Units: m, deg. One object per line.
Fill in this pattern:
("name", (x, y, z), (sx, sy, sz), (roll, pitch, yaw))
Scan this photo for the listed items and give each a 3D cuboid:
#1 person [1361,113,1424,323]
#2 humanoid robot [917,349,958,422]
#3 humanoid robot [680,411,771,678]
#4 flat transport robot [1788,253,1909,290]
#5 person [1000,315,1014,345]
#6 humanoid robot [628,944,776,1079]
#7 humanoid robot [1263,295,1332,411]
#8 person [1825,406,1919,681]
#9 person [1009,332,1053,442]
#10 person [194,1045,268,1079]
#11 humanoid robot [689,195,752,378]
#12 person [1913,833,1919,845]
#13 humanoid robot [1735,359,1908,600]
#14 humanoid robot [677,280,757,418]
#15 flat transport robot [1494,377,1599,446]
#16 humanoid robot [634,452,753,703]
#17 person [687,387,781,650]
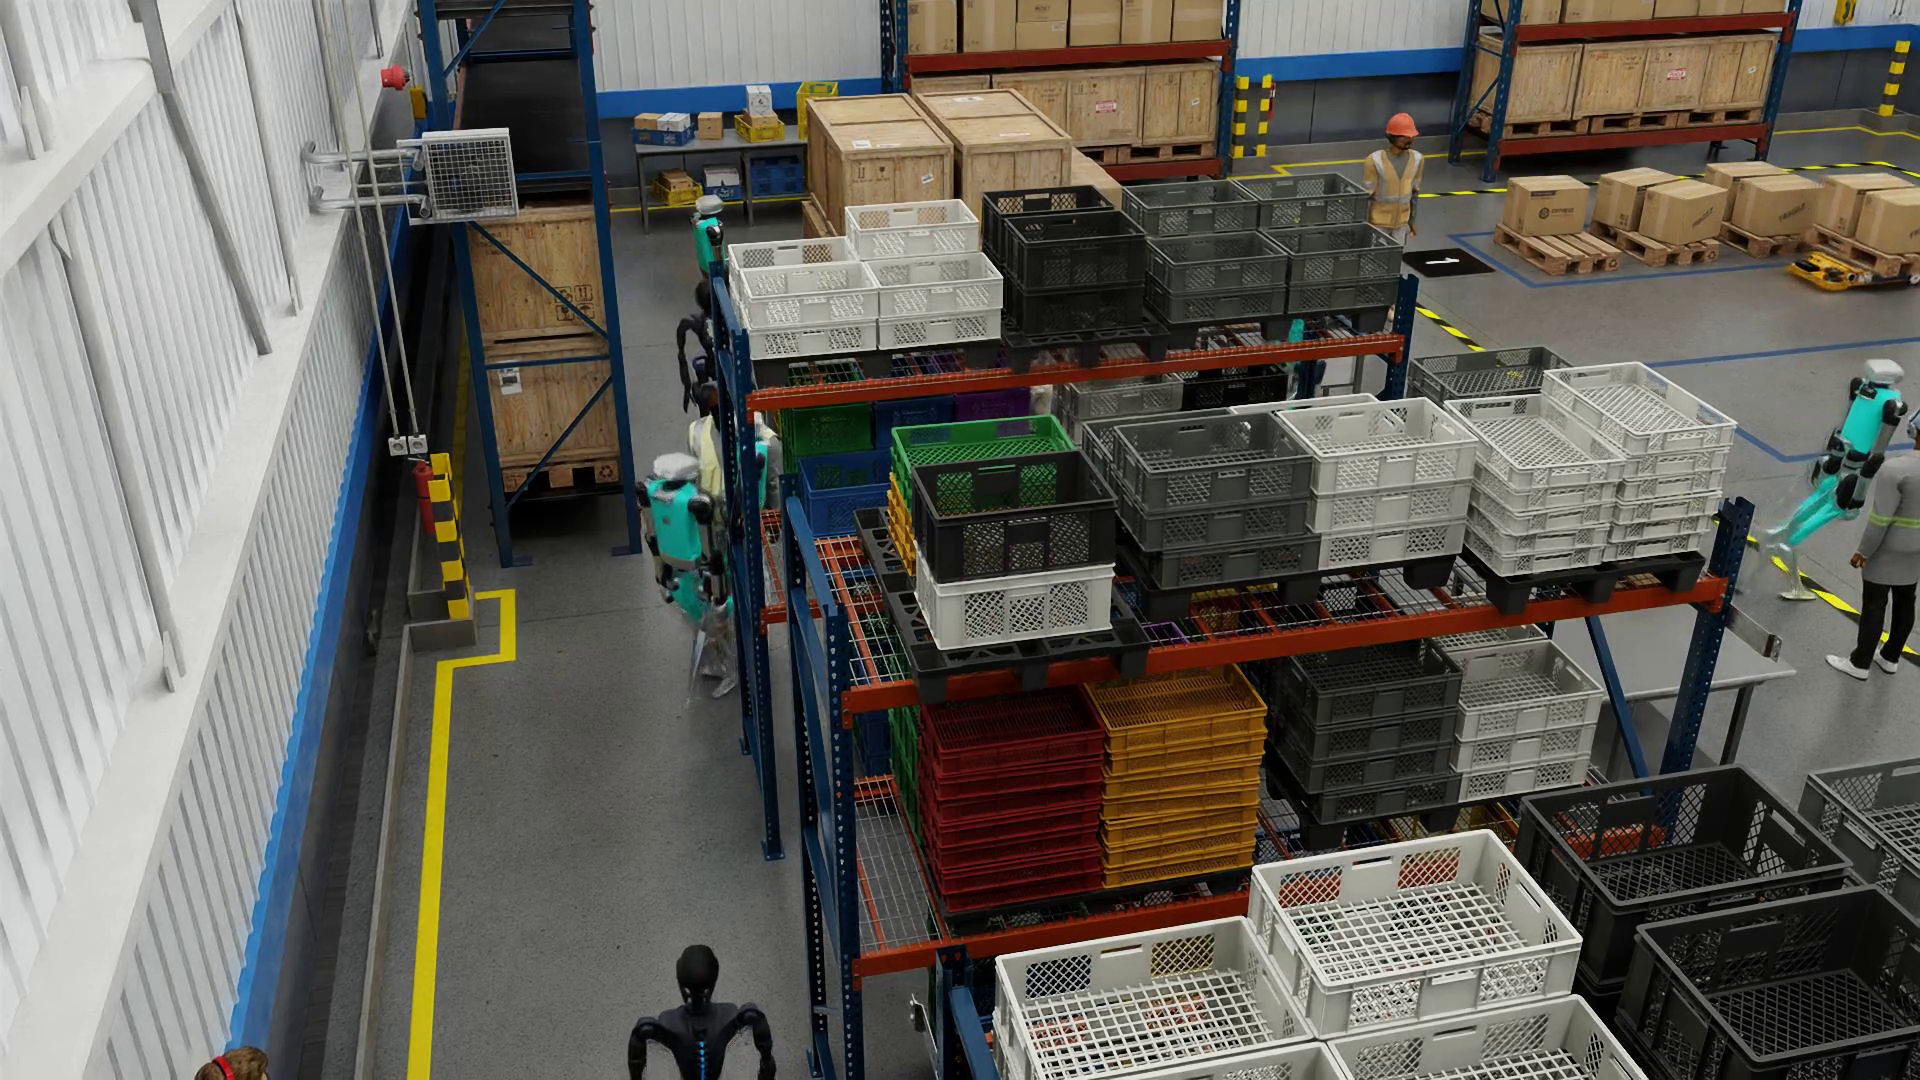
("person", (4.122, -3.067, 15.963), (0.613, 2.044, 0.368), (-7, 29, -13))
("humanoid robot", (-0.107, -0.853, 12.152), (0.394, 1.650, 0.590), (-21, 34, -34))
("humanoid robot", (-1.530, 0.068, 10.375), (0.769, 1.814, 0.557), (-6, 28, -10))
("flat transport robot", (9.551, -2.873, 17.468), (1.431, 0.197, 0.652), (-6, 28, -12))
("person", (0.393, -1.250, 12.839), (0.540, 1.731, 0.569), (3, 28, 6))
("humanoid robot", (-0.986, 2.222, 6.330), (0.613, 1.643, 0.478), (-7, 29, -13))
("humanoid robot", (2.340, -1.025, 12.479), (1.037, 1.769, 0.544), (-23, 36, -37))
("person", (5.810, 0.010, 10.333), (0.589, 1.848, 0.403), (-7, 29, -13))
("person", (0.429, -0.632, 11.571), (0.506, 1.838, 0.338), (21, 34, 34))
("person", (-2.375, 2.484, 5.656), (0.389, 1.836, 0.563), (-18, 33, -31))
("humanoid robot", (-1.942, -2.198, 14.504), (0.735, 1.671, 0.533), (-15, 31, -26))
("person", (5.190, 1.071, 8.299), (0.555, 1.858, 0.959), (-3, 28, -6))
("humanoid robot", (5.712, -0.311, 11.175), (0.833, 1.871, 0.548), (-1, 28, -2))
("humanoid robot", (-1.874, -1.265, 12.951), (0.603, 1.642, 0.562), (-4, 28, -8))
("flat transport robot", (4.780, -1.036, 14.013), (0.659, 0.231, 1.431), (-6, 28, -12))
("humanoid robot", (-1.516, 0.212, 10.073), (0.532, 1.796, 0.744), (15, 31, 27))
("person", (-1.445, -0.138, 10.620), (0.623, 1.844, 0.430), (5, 28, 10))
